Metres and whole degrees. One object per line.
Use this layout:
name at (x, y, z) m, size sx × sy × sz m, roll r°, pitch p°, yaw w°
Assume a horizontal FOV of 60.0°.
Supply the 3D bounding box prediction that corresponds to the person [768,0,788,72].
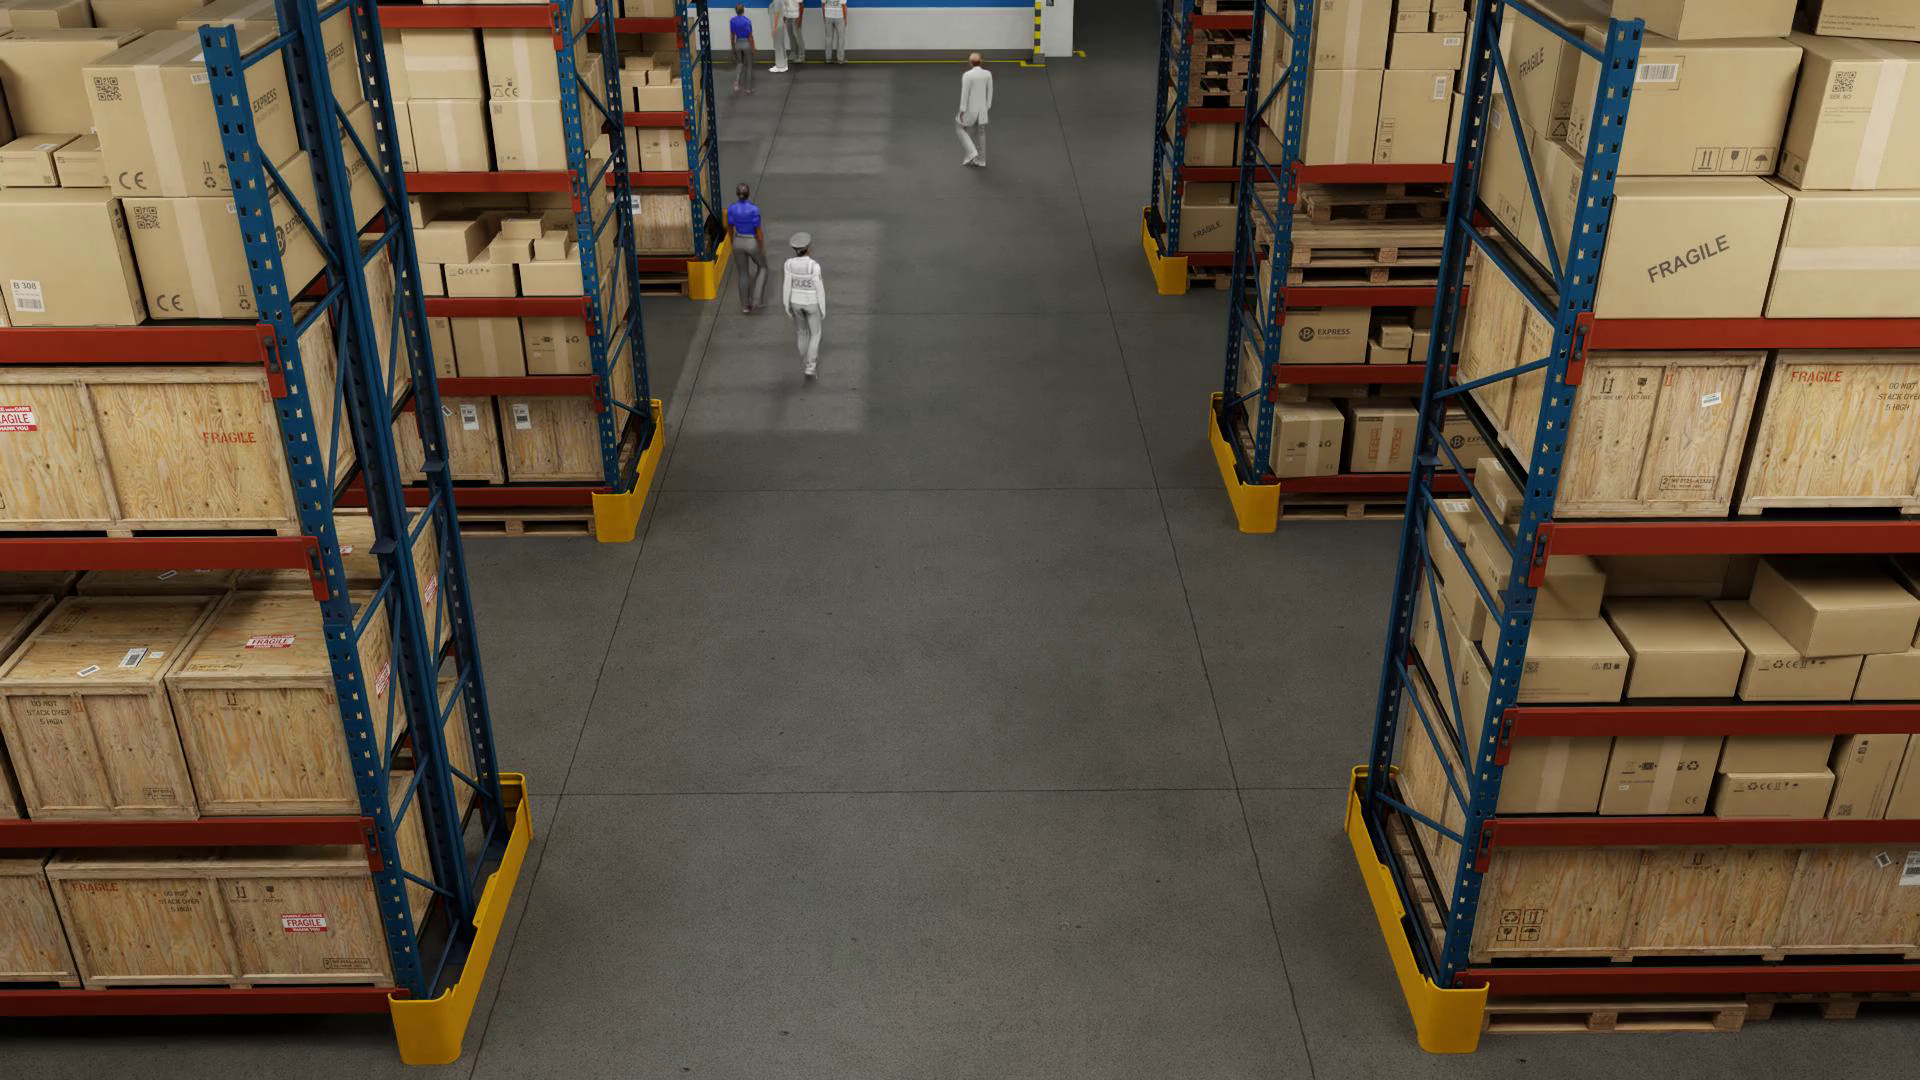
person at (-3.582, -10.084, 32.720) m, size 0.355 × 1.671 × 0.459 m, roll 3°, pitch 28°, yaw 6°

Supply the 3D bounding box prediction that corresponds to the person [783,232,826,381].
person at (-1.768, -2.688, 18.989) m, size 0.499 × 1.699 × 0.668 m, roll 8°, pitch 29°, yaw 15°

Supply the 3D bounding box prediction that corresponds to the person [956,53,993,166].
person at (0.219, -6.899, 26.665) m, size 0.641 × 1.784 × 0.485 m, roll -14°, pitch 31°, yaw -24°

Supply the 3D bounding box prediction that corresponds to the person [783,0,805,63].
person at (-3.363, -10.541, 33.470) m, size 0.345 × 1.768 × 0.591 m, roll -20°, pitch 34°, yaw -33°

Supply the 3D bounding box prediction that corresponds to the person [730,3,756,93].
person at (-4.044, -9.219, 31.156) m, size 0.454 × 1.659 × 0.488 m, roll 9°, pitch 29°, yaw 16°

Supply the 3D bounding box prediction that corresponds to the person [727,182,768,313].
person at (-2.650, -3.677, 20.814) m, size 0.482 × 1.658 × 0.441 m, roll 4°, pitch 29°, yaw 8°

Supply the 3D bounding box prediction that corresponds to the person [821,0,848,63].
person at (-2.494, -10.493, 33.369) m, size 0.534 × 1.771 × 0.395 m, roll 9°, pitch 30°, yaw 17°
